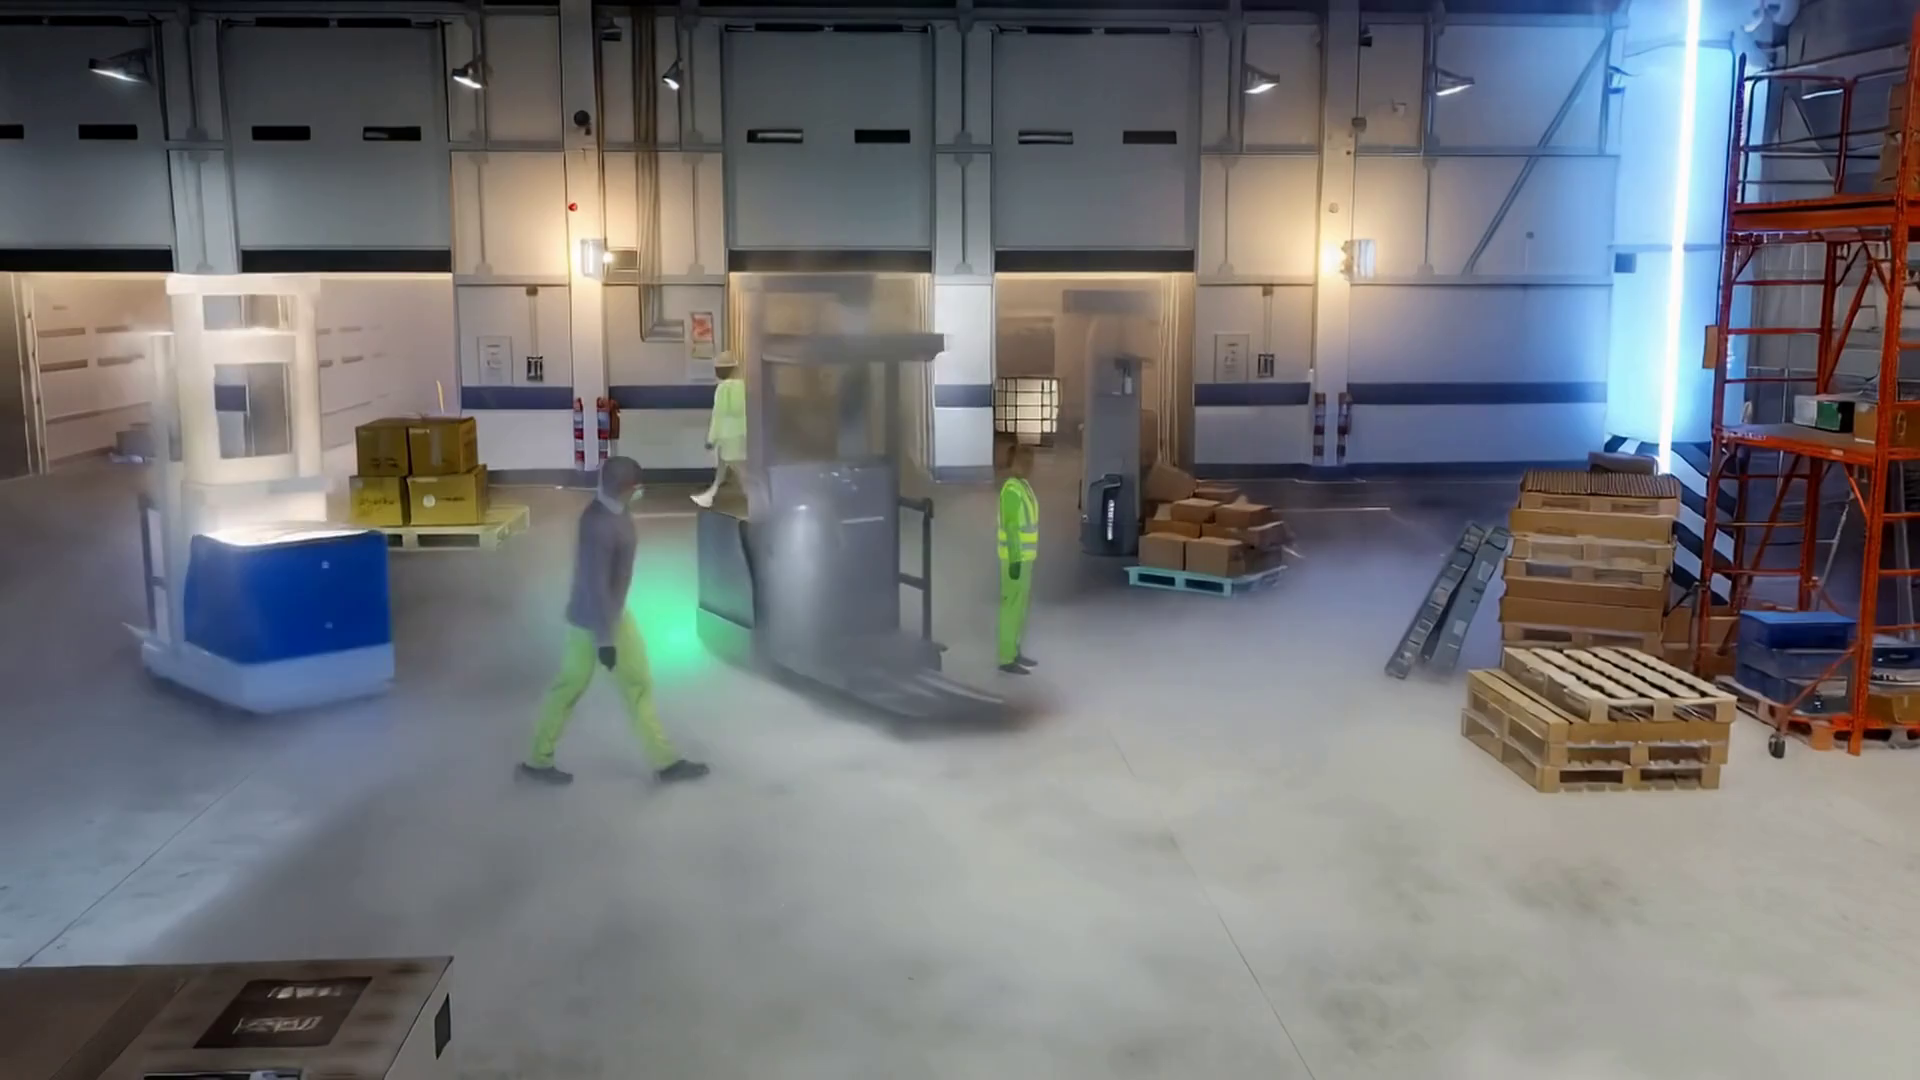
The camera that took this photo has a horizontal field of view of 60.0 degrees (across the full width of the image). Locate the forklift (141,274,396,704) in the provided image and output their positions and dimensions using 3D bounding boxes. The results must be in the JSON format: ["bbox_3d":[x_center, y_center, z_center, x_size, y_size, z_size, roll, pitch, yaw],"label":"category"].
[{"bbox_3d":[-4.856,-0.439,11.501,1.129,2.768,1.873,-9,12,-43],"label":"forklift"}]

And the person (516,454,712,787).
[{"bbox_3d":[-1.954,0.459,9.056,1.089,1.871,0.661,1,9,8],"label":"person"}]

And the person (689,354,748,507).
[{"bbox_3d":[-2.807,-1.272,19.849,0.978,1.882,0.567,3,10,19],"label":"person"}]

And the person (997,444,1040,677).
[{"bbox_3d":[0.412,0.135,11.784,0.310,1.638,0.523,2,9,12],"label":"person"}]

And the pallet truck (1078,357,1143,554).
[{"bbox_3d":[2.088,-0.836,16.757,1.885,1.965,0.823,2,9,13],"label":"pallet truck"}]

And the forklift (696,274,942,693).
[{"bbox_3d":[-1.094,-0.506,11.925,1.129,2.768,1.873,-6,11,-31],"label":"forklift"}]
